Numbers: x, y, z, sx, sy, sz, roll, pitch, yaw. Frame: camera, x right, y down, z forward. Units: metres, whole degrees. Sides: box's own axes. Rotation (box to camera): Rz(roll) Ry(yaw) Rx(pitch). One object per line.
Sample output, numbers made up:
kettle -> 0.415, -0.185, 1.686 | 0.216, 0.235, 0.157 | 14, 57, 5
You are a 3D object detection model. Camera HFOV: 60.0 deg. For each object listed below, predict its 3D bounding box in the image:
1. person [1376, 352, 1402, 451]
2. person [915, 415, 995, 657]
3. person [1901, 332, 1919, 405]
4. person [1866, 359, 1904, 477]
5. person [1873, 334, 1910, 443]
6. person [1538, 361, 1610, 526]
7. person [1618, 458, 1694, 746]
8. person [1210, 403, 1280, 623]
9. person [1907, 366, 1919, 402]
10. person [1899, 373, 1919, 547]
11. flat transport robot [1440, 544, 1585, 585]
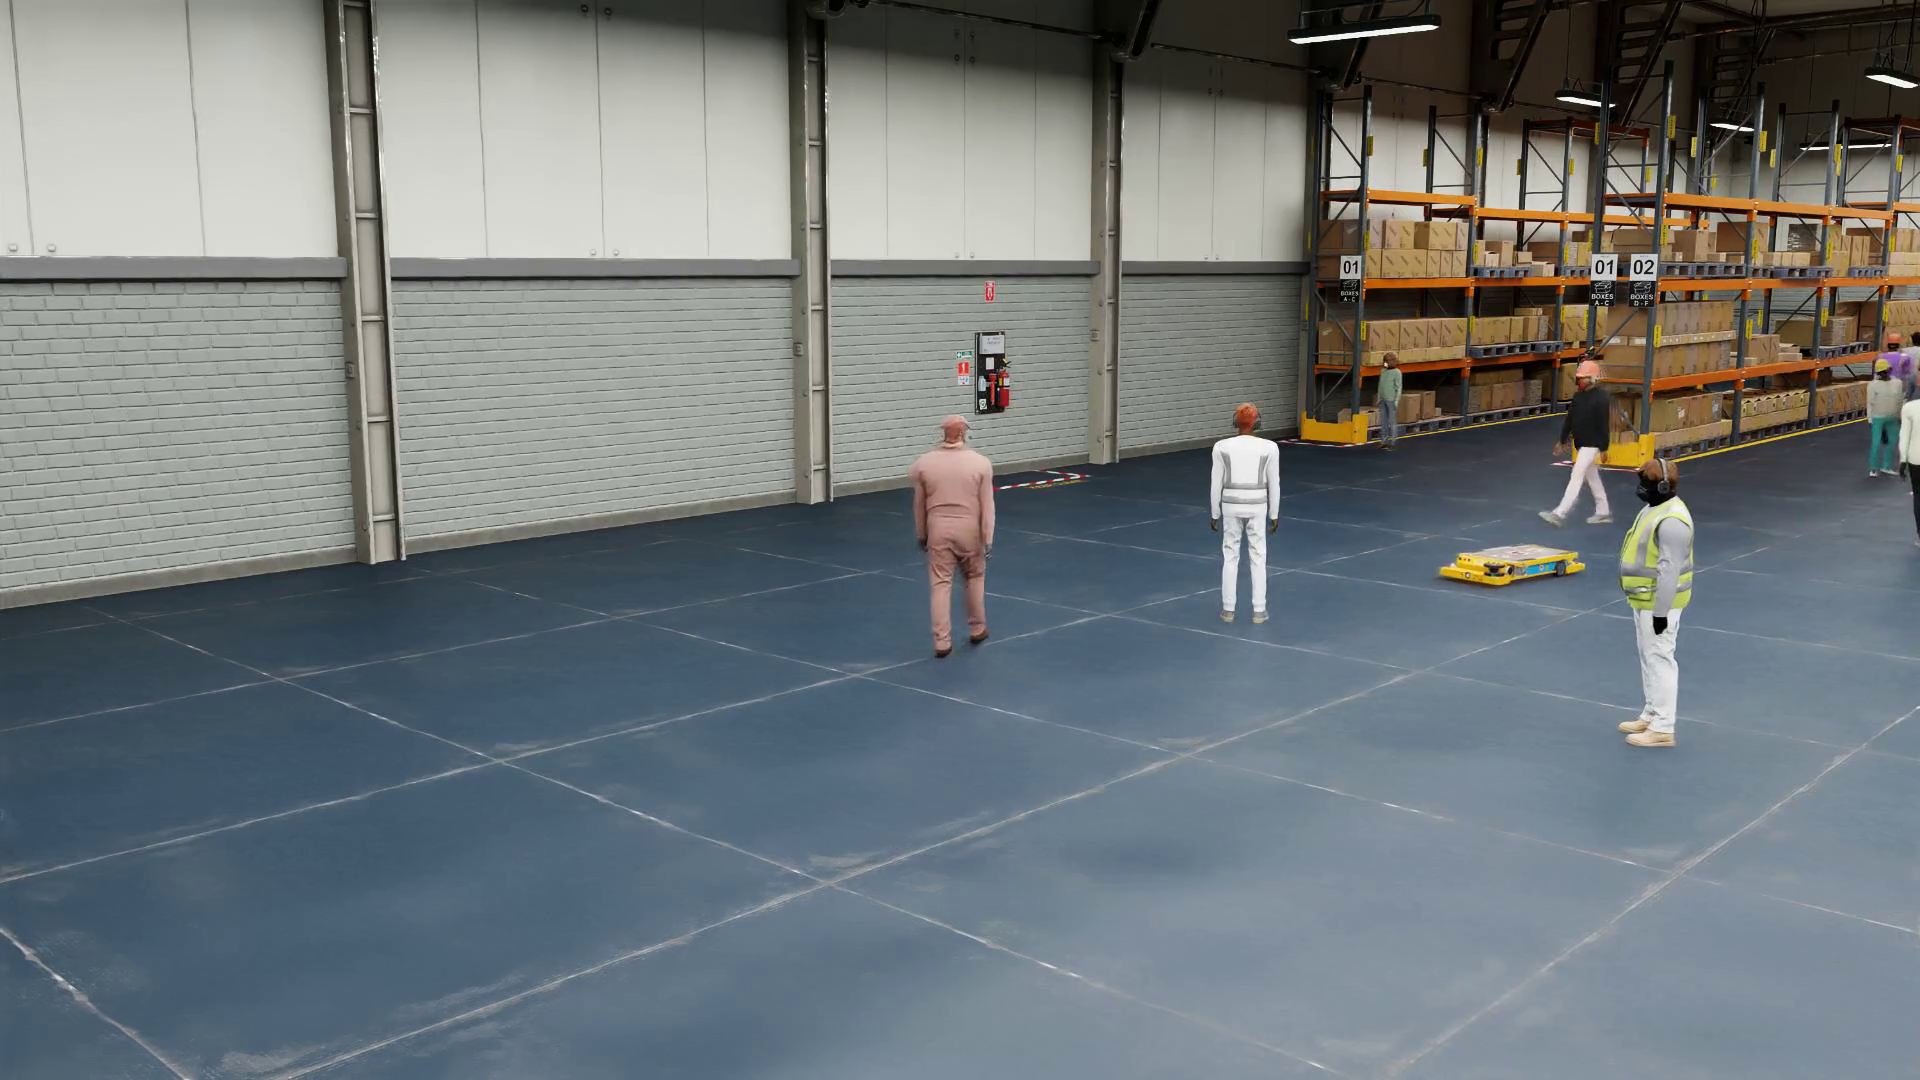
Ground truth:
person -> 7.118, -2.292, 27.605 | 0.378, 1.628, 0.531 | -5, 11, -28
person -> -0.017, -0.055, 13.182 | 0.672, 1.867, 0.905 | 2, 10, 13
person -> 17.829, -2.969, 31.095 | 0.517, 1.834, 0.900 | 8, 12, 39
person -> 13.439, -1.774, 24.151 | 0.672, 1.722, 0.421 | -1, 9, -5
person -> 16.119, -2.620, 28.816 | 0.548, 1.893, 1.005 | 7, 12, 36
person -> 7.299, -1.131, 19.548 | 1.024, 1.939, 0.616 | -2, 9, -9
person -> 4.421, 0.394, 10.610 | 0.430, 1.838, 0.629 | 2, 10, 12
person -> 2.435, -0.228, 14.227 | 0.585, 1.879, 0.337 | 2, 9, 11
person -> 15.492, -2.148, 26.787 | 0.837, 1.595, 0.499 | -9, 13, -43
person -> 10.419, -0.860, 17.858 | 0.619, 1.959, 0.652 | 5, 11, 28
flat transport robot -> 5.442, 0.228, 16.346 | 1.431, 0.197, 0.652 | -7, 12, -35
